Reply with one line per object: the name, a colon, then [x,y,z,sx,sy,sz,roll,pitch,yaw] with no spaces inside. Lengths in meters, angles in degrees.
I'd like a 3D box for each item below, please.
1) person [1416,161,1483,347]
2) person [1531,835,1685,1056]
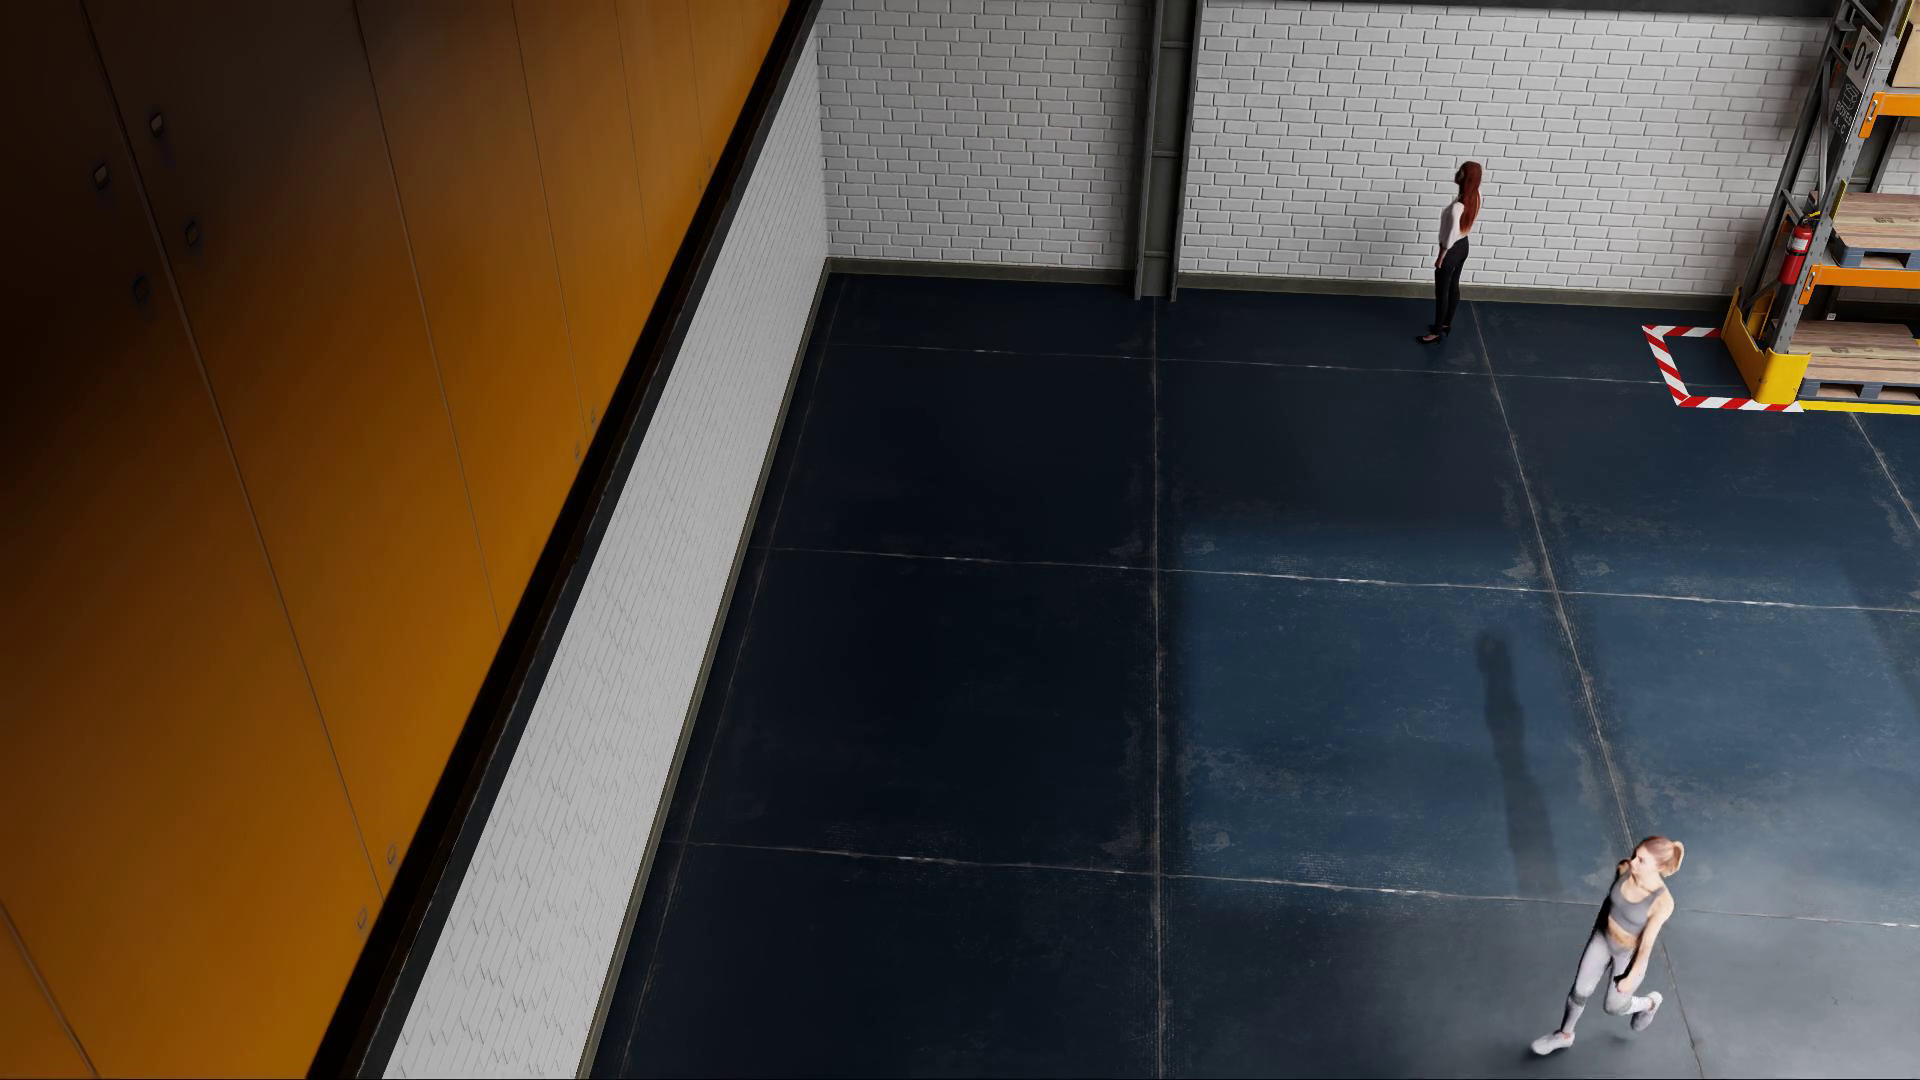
person: [4.371,-2.538,14.764,0.697,1.756,0.669,29,47,32]
person: [3.597,2.189,8.901,1.051,1.684,0.848,-13,40,-16]
